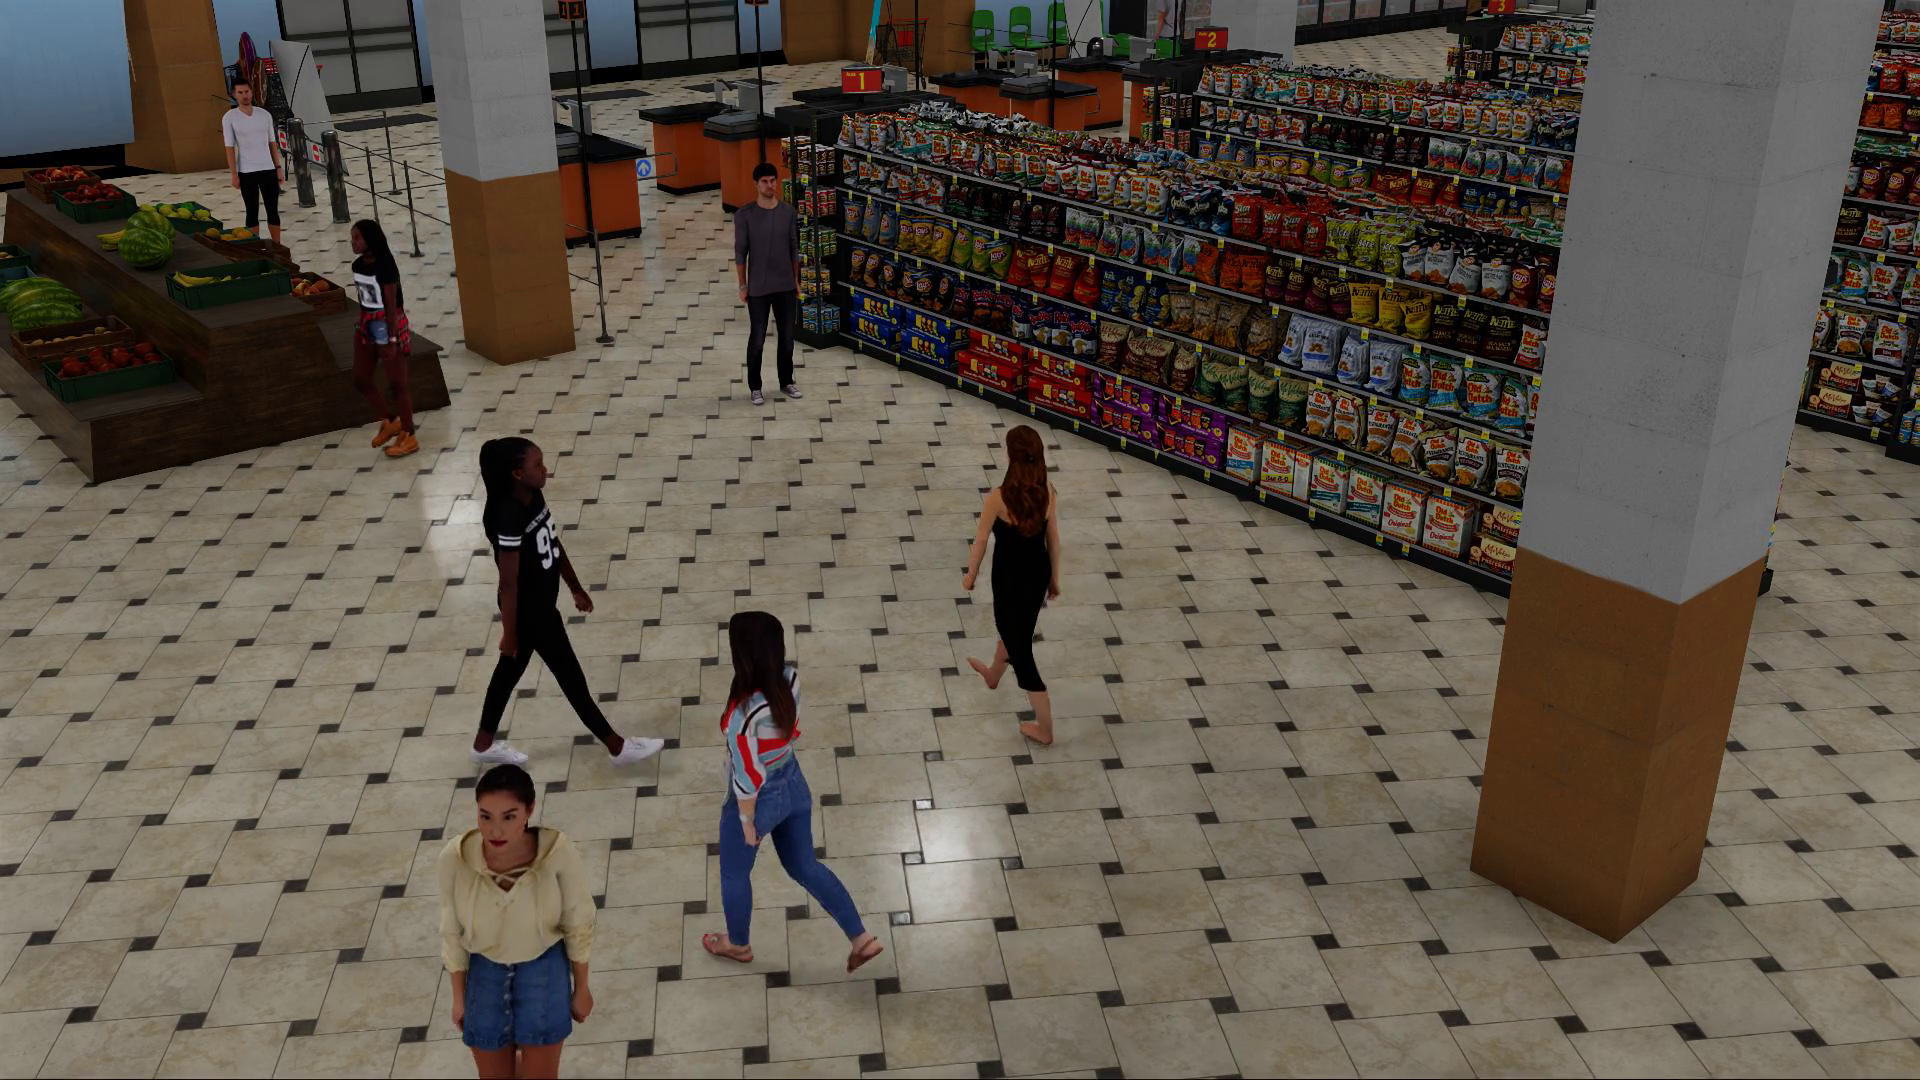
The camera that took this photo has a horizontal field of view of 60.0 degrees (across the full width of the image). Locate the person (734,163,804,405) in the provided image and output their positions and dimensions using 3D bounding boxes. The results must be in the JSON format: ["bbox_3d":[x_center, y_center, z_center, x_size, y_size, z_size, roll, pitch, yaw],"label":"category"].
[{"bbox_3d":[-1.481,-2.003,12.933,0.714,1.853,0.614,-12,26,-26],"label":"person"}]

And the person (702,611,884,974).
[{"bbox_3d":[-0.661,1.011,6.378,1.103,1.588,0.818,13,27,28],"label":"person"}]

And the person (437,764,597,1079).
[{"bbox_3d":[-1.422,1.408,5.425,0.880,1.623,0.957,-1,24,-3],"label":"person"}]

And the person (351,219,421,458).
[{"bbox_3d":[-4.019,-1.440,11.818,0.622,1.716,0.731,14,27,29],"label":"person"}]

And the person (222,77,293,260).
[{"bbox_3d":[-7.198,-3.783,17.005,0.664,1.851,0.527,-19,30,-36],"label":"person"}]

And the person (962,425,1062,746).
[{"bbox_3d":[0.340,0.266,8.081,0.596,1.586,1.025,-17,29,-33],"label":"person"}]

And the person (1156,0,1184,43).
[{"bbox_3d":[3.505,-8.552,27.856,0.656,1.890,0.543,-19,30,-36],"label":"person"}]

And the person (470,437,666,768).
[{"bbox_3d":[-2.092,0.350,7.772,1.135,1.680,1.181,-2,24,-4],"label":"person"}]
